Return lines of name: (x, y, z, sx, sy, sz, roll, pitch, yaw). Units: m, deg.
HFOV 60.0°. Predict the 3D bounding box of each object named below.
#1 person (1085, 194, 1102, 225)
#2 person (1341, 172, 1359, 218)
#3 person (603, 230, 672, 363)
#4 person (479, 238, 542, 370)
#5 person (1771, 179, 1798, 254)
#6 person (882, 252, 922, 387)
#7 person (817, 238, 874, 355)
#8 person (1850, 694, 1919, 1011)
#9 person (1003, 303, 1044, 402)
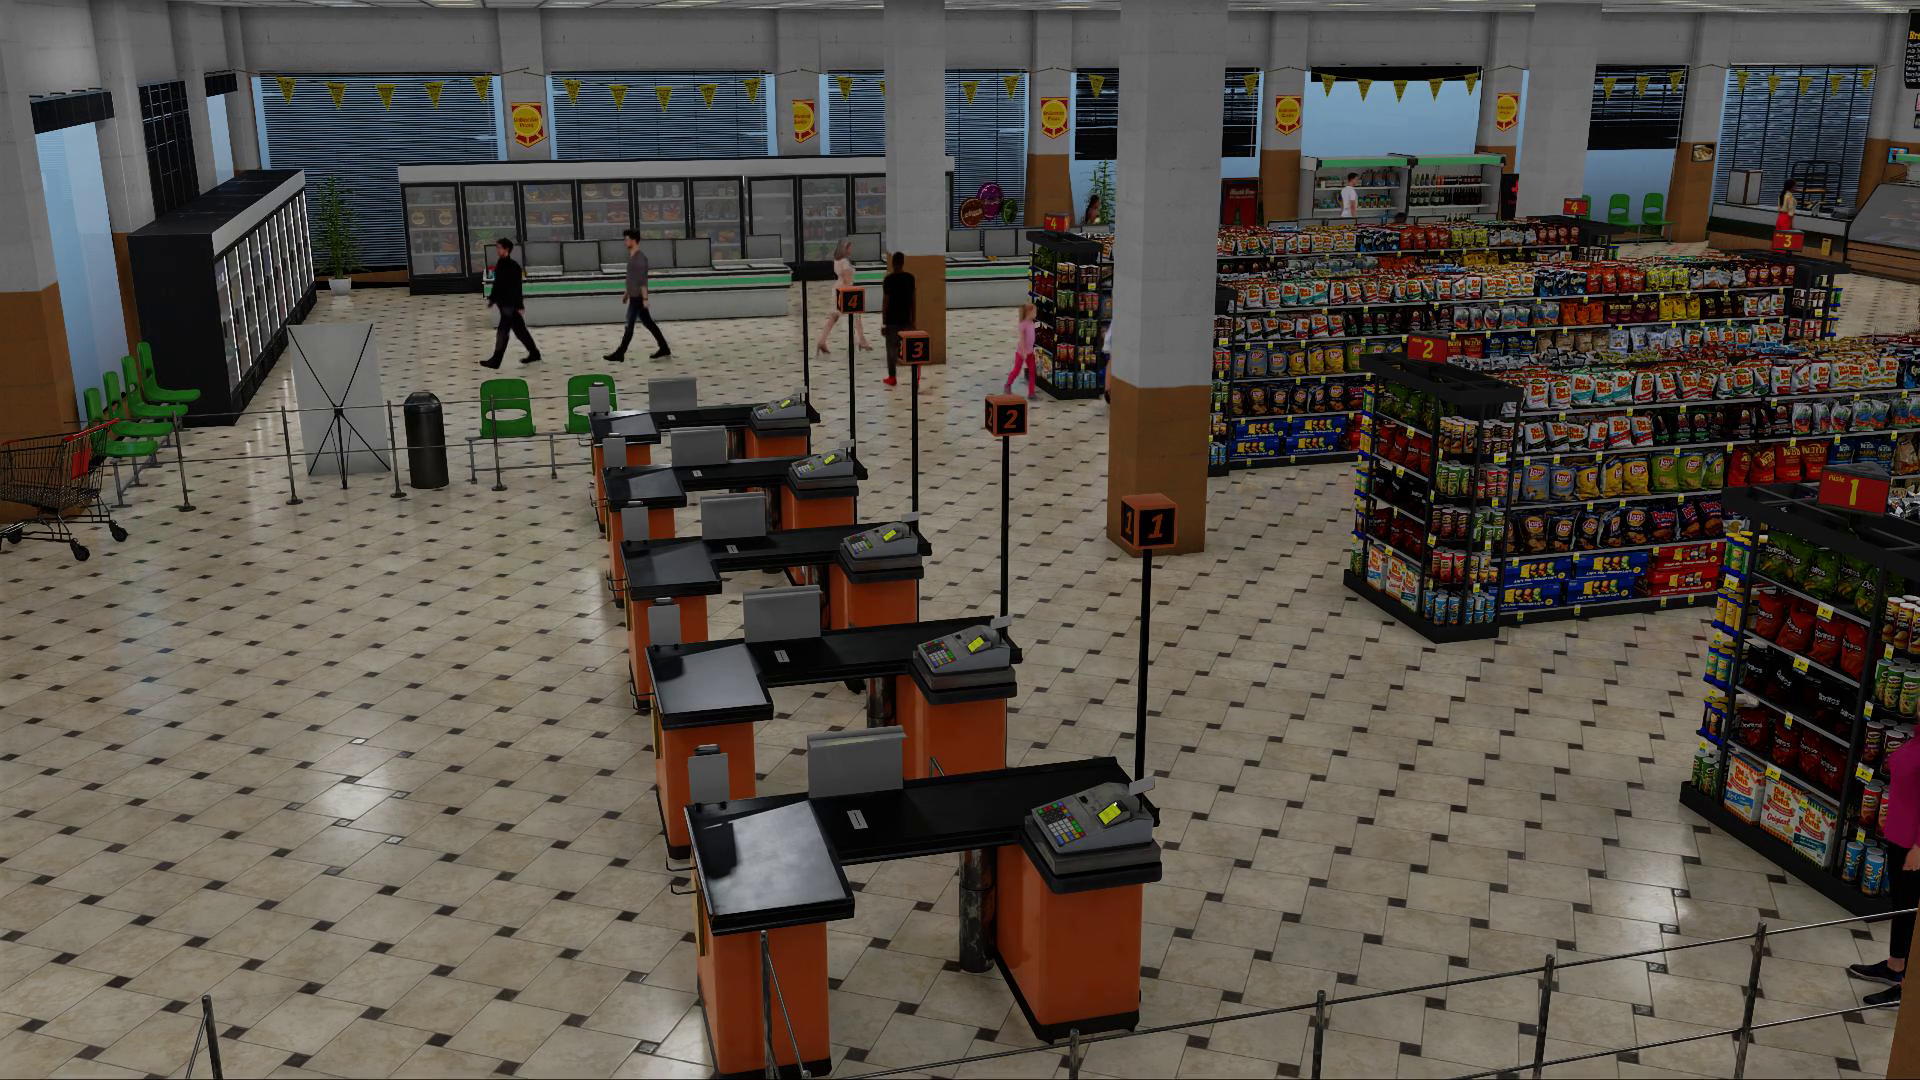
person: (2.328, -5.497, 30.692, 0.741, 1.727, 0.705, 4, 17, 12)
person: (7.937, -6.575, 34.020, 0.523, 1.856, 0.641, -5, 18, -15)
person: (-4.498, -3.442, 23.707, 1.237, 1.852, 0.786, -6, 18, -19)
person: (-6.225, -3.288, 23.310, 1.296, 1.789, 1.016, -12, 21, -35)
person: (16.436, -6.286, 33.176, 0.566, 1.792, 0.622, -2, 17, -7)
person: (-0.761, -2.886, 21.989, 1.007, 1.786, 0.913, -11, 20, -33)
person: (-1.776, -3.495, 24.165, 1.214, 1.688, 0.847, -10, 20, -30)
person: (4.576, 1.425, 7.944, 0.718, 1.697, 0.687, 5, 18, 16)
person: (0.784, -2.416, 21.351, 0.882, 1.258, 0.824, -14, 22, -38)
